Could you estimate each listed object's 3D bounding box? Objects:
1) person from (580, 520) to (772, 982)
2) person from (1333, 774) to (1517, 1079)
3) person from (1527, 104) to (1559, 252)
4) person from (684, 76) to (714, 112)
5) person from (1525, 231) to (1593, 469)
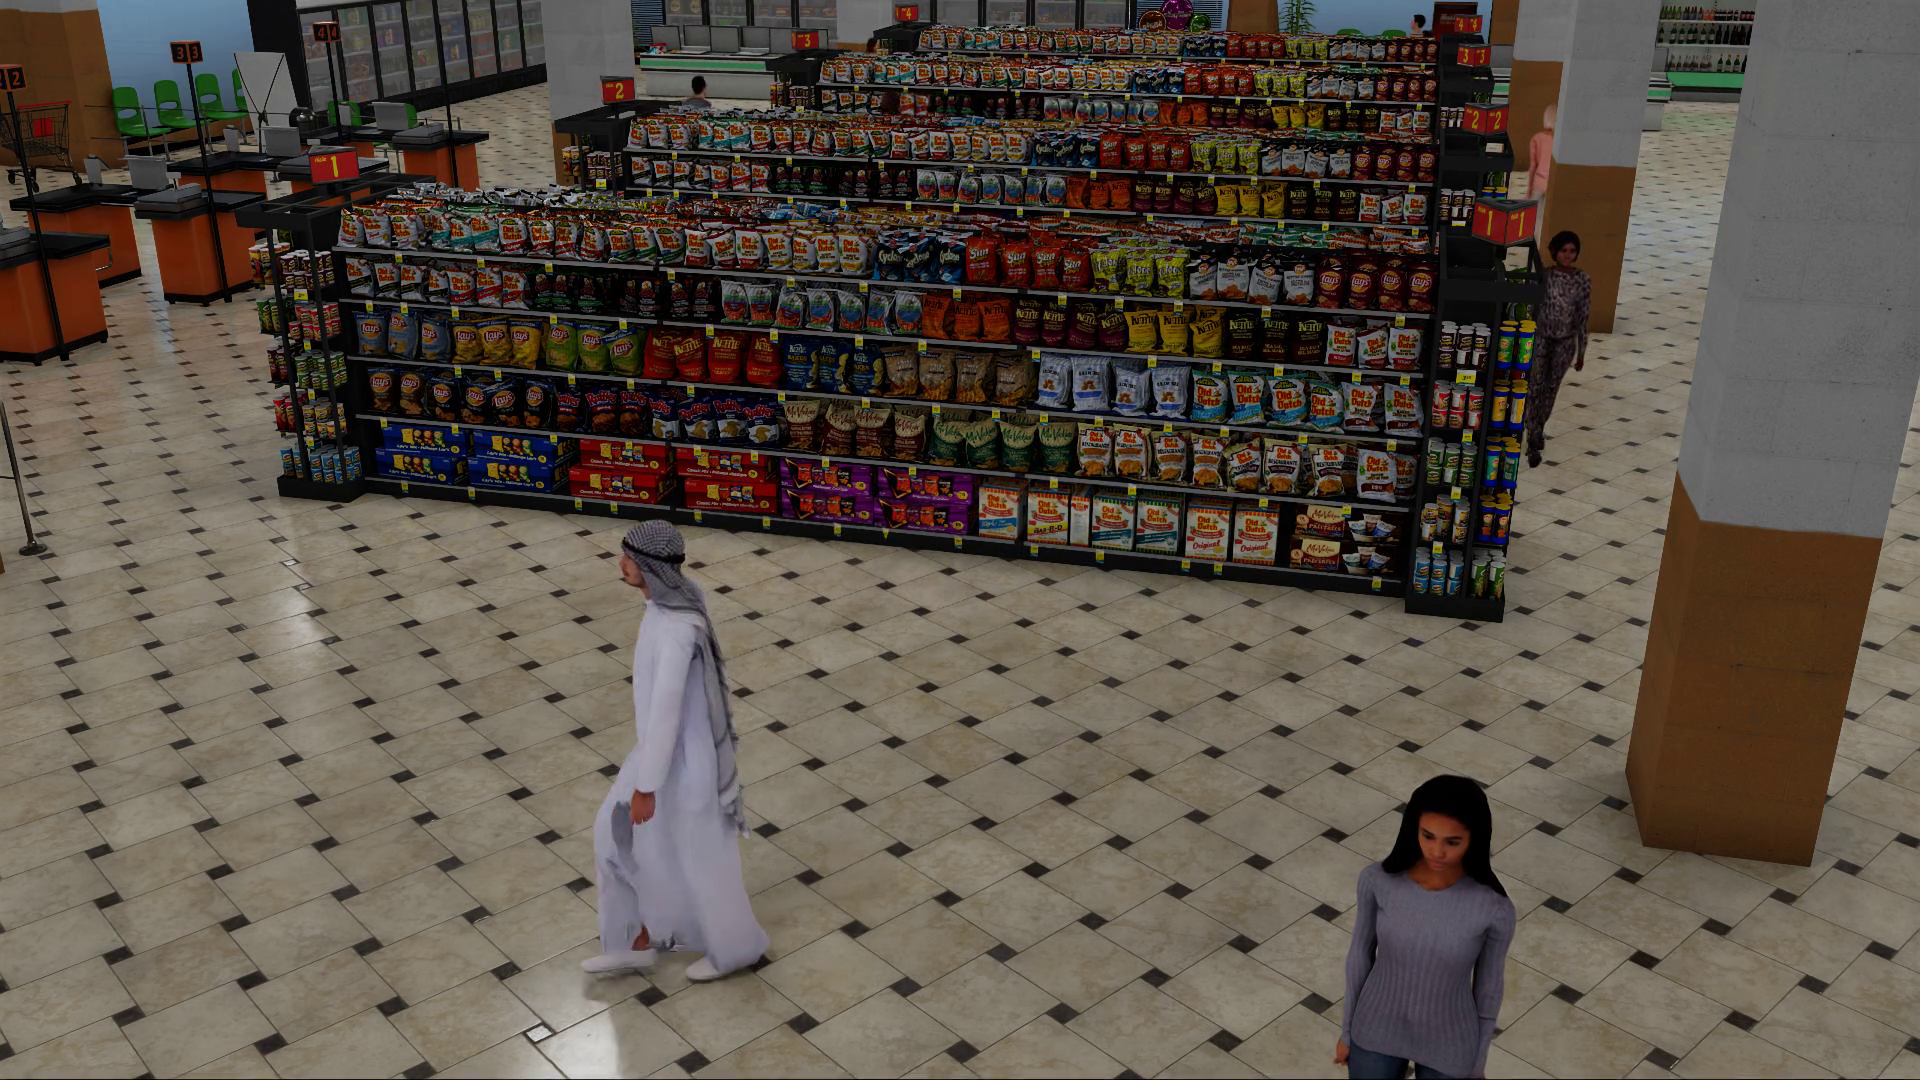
[{"bbox_3d":[-0.961,0.825,6.266,1.104,1.900,0.999,-9,24,-21],"label":"person"},{"bbox_3d":[1.348,1.459,4.902,0.532,1.742,0.705,11,24,25],"label":"person"},{"bbox_3d":[6.427,-3.860,18.217,1.080,1.683,0.698,7,23,18],"label":"person"},{"bbox_3d":[-3.242,-4.801,20.478,0.730,1.743,0.813,17,28,36],"label":"person"},{"bbox_3d":[4.301,-1.395,12.106,1.080,1.667,0.669,5,22,11],"label":"person"}]
